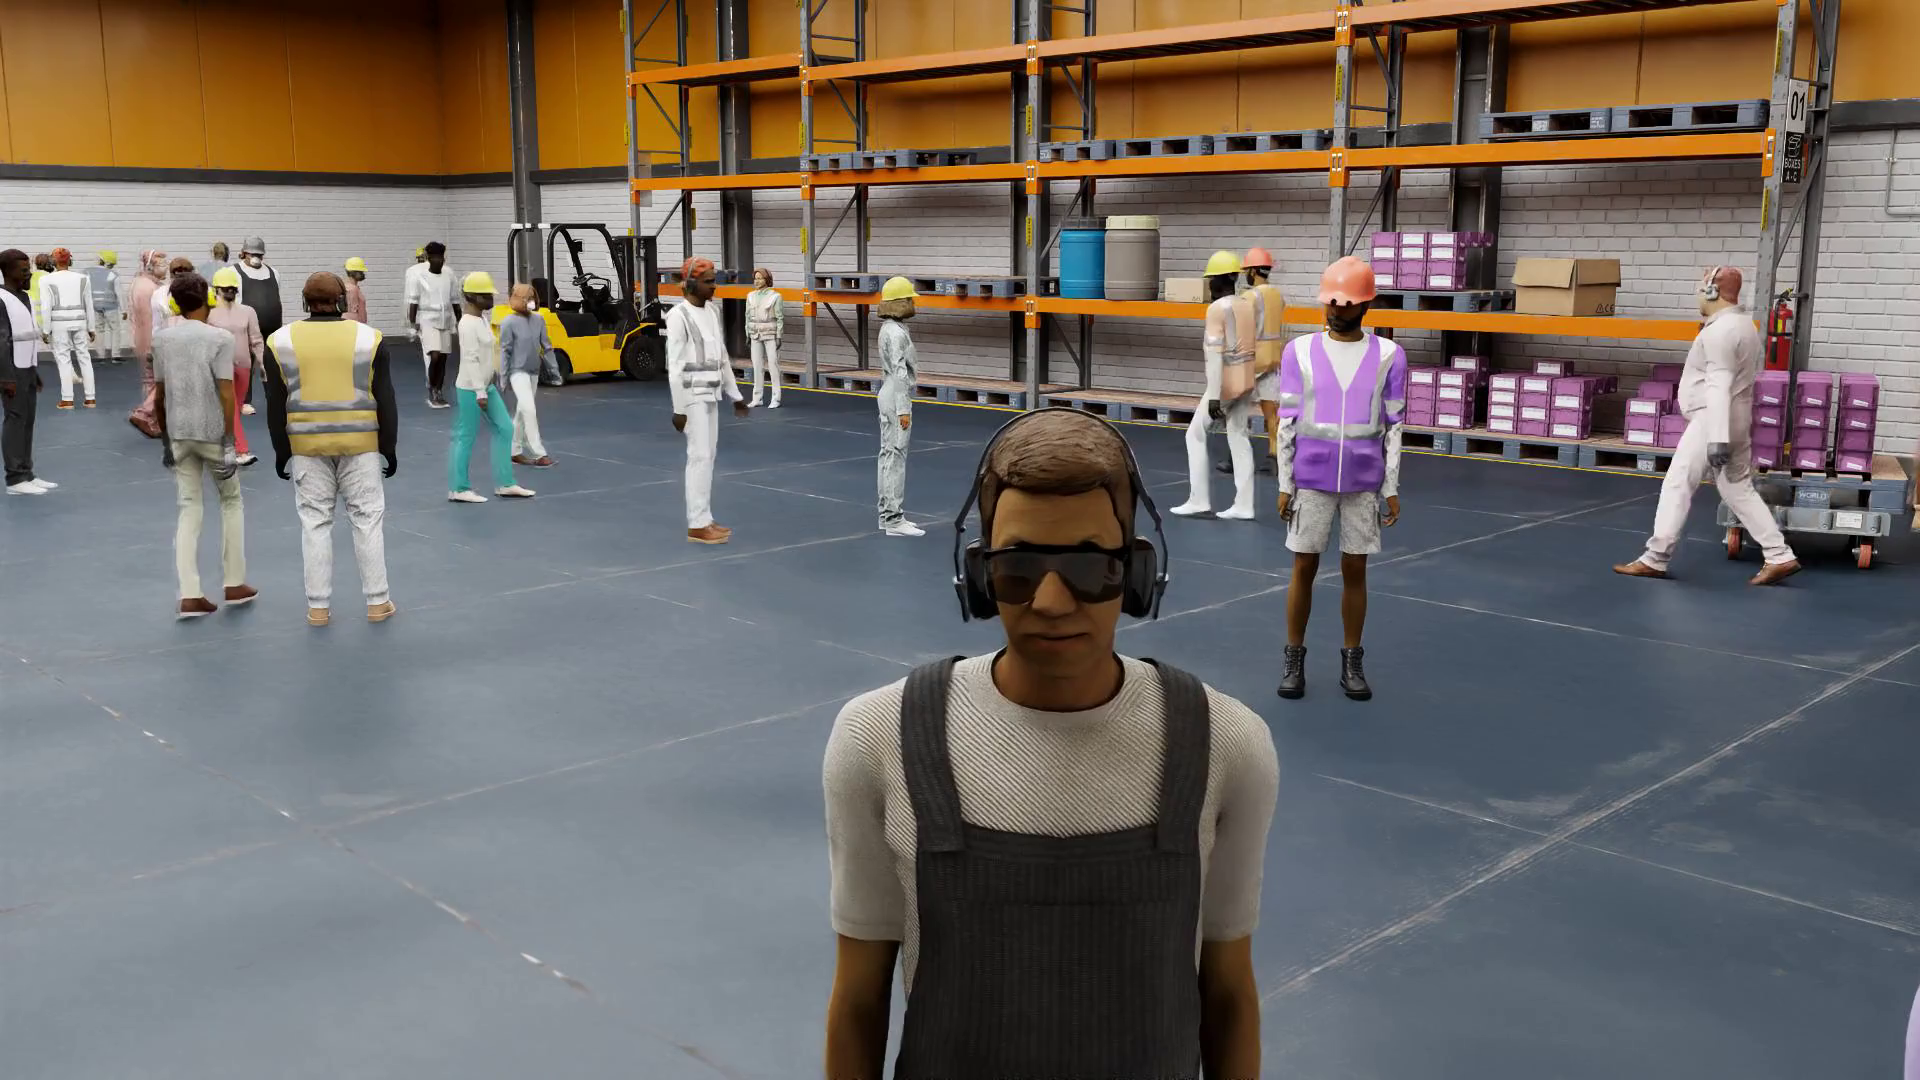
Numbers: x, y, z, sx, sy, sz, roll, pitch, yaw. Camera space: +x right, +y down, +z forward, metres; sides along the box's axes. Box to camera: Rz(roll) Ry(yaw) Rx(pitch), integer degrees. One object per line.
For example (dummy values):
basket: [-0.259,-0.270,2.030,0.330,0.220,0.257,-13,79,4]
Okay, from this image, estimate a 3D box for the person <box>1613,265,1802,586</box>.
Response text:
person: [4.437,-0.659,9.659,0.970,1.860,0.651,8,13,37]

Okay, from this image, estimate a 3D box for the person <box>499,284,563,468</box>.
person: [-3.709,-1.419,14.493,0.803,1.598,0.519,5,12,27]

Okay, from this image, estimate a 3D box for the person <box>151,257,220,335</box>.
person: [-7.304,-1.769,15.792,0.633,1.823,0.600,-3,11,-14]

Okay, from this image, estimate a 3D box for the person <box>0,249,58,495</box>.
person: [-7.410,-1.316,13.061,0.373,1.915,0.596,-2,11,-10]

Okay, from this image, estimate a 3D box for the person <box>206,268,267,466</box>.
person: [-6.314,-1.497,14.541,0.868,1.726,0.543,9,14,40]

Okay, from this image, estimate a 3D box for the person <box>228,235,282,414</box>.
person: [-7.982,-2.457,18.944,0.535,2.000,0.674,9,13,39]

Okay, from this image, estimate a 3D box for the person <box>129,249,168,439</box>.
person: [-7.942,-1.919,16.431,0.441,1.883,0.654,-7,12,-32]

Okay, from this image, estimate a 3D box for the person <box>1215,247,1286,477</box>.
person: [2.462,-1.502,14.063,0.575,1.909,0.724,-10,14,-42]

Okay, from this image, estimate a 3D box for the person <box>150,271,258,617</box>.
person: [-4.085,-0.515,8.930,0.533,1.827,0.702,0,10,2]

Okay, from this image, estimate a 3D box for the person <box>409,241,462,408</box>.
person: [-6.063,-2.489,19.360,0.535,1.945,0.649,9,14,40]

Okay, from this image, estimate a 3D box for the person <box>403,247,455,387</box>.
person: [-7.150,-3.028,22.417,0.657,1.900,0.786,-6,12,-29]

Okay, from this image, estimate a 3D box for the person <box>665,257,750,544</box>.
person: [-1.701,-0.928,11.033,0.406,1.880,0.600,3,11,17]

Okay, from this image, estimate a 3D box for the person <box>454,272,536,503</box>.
person: [-3.536,-1.139,12.544,0.714,1.739,0.557,0,10,1]

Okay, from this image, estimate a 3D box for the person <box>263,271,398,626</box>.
person: [-3.254,-0.473,8.672,0.633,1.840,0.429,-3,11,-16]

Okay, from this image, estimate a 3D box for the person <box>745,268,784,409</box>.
person: [-2.295,-2.361,19.512,0.520,1.640,0.307,5,12,27]

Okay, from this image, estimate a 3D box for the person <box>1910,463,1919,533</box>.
person: [6.748,-1.039,11.202,0.616,2.041,0.381,-6,12,-31]

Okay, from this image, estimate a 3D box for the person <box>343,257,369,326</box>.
person: [-7.251,-2.529,20.102,0.357,1.766,0.547,-4,11,-19]

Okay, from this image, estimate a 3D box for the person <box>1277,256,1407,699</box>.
person: [1.650,-0.257,7.244,0.543,1.932,0.376,2,10,8]

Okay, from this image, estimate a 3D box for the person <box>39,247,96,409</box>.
person: [-10.421,-2.471,19.445,0.337,1.882,0.585,9,14,40]

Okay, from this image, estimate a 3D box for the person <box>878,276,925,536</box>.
person: [-0.409,-0.904,11.281,0.290,1.746,0.487,-2,11,-11]

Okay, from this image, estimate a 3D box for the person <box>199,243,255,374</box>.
person: [-10.565,-3.304,23.930,0.654,1.911,0.793,3,11,14]

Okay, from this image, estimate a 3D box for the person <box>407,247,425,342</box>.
person: [-9.215,-4.130,28.651,0.626,1.818,0.451,-3,11,-16]

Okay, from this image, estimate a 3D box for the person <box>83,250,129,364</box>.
person: [-13.431,-3.639,26.118,0.640,1.789,0.419,-1,10,-7]

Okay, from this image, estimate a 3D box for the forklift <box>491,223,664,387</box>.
forklift: [-5.316,-3.263,22.920,2.313,2.155,1.214,-10,14,-44]

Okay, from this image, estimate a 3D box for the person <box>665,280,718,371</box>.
person: [-2.688,-1.814,16.616,0.548,1.592,0.837,-7,12,-33]

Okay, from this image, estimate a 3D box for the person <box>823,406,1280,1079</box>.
person: [0.101,0.765,1.907,0.505,1.846,0.347,0,10,-2]

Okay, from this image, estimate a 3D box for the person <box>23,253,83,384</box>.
person: [-12.288,-2.939,22.271,0.615,1.797,0.961,3,11,15]

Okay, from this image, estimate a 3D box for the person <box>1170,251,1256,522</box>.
person: [1.817,-1.087,11.827,0.729,1.898,0.630,8,13,38]

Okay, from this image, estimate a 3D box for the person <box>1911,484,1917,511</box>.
person: [7.252,-1.069,11.872,0.750,1.865,0.774,8,13,36]
